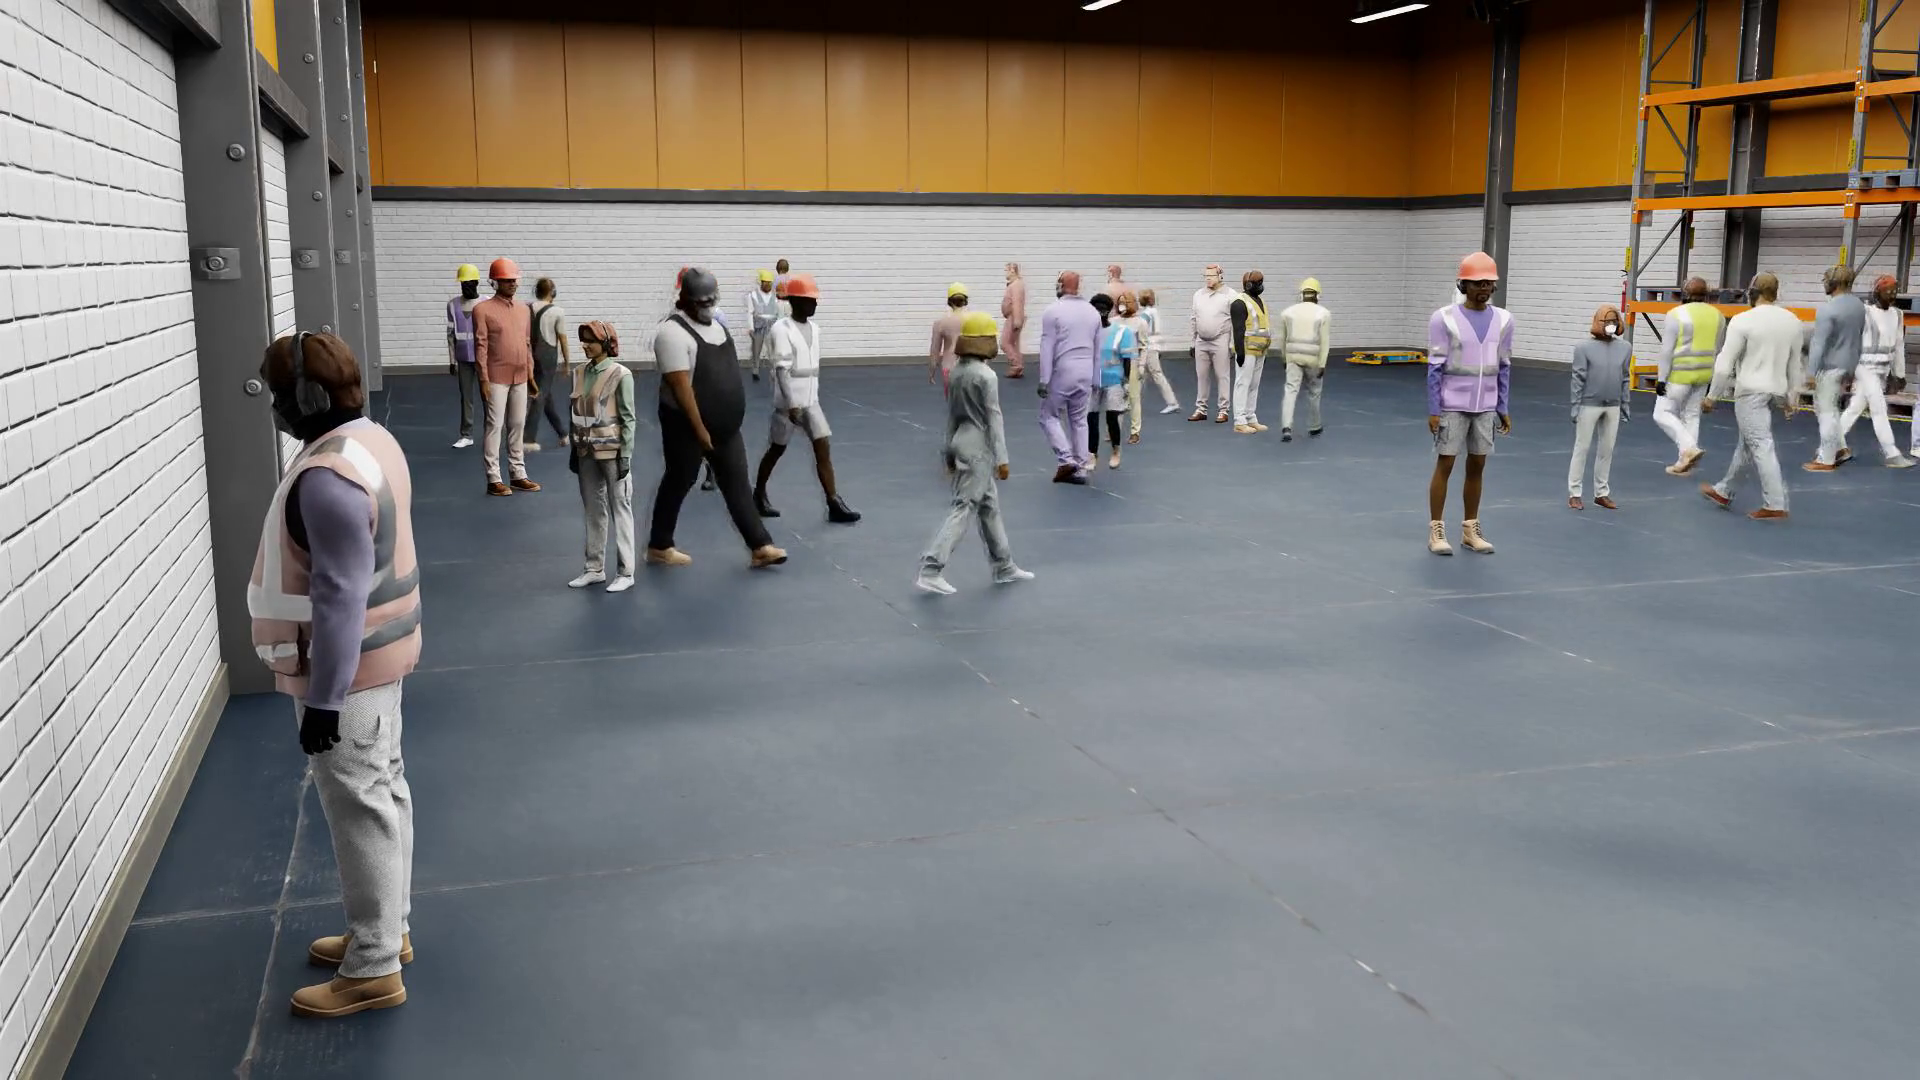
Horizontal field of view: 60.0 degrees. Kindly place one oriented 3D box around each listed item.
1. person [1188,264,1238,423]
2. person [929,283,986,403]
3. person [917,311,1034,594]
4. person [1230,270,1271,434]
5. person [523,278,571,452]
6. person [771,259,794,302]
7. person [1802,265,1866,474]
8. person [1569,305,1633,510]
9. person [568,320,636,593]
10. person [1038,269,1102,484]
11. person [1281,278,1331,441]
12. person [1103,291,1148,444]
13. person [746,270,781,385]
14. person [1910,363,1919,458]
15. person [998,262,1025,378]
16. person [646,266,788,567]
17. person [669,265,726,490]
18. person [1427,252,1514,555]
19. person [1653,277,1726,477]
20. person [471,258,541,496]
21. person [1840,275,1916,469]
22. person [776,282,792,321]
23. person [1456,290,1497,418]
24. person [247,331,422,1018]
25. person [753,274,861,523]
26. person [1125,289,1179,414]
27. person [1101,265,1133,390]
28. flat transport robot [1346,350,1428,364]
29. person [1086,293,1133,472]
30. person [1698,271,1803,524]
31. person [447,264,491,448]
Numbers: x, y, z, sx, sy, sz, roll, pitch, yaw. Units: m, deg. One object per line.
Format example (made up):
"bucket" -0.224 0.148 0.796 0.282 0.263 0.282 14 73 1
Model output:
"person" 3.048 -2.369 20.087 0.653 1.906 0.405 7 12 36
"person" -0.039 -1.698 16.684 0.557 1.726 0.840 -2 10 -10
"person" 0.086 -0.533 10.060 0.871 1.701 0.497 -5 11 -25
"person" 3.317 -2.137 18.930 0.429 1.843 0.633 7 12 35
"person" -4.295 -1.816 17.243 0.521 1.776 0.954 4 11 24
"person" -3.042 -3.873 28.700 0.630 1.940 0.372 -8 13 -38
"person" 8.051 -1.571 15.397 0.652 1.928 0.435 -6 12 -33
"person" 5.101 -1.052 13.251 0.507 1.631 0.266 -1 10 -9
"person" -2.165 -0.505 10.074 0.513 1.639 0.307 6 12 32
"person" 0.948 -1.426 14.642 0.695 1.898 0.420 -7 12 -36
"person" 3.755 -1.971 18.207 0.598 1.780 0.962 6 11 29
"person" 1.780 -1.855 17.901 0.500 1.633 0.285 7 12 34
"person" -3.078 -3.337 26.073 0.587 1.788 0.967 -3 10 -18
"person" 9.747 -1.690 16.566 0.530 1.768 0.312 -6 12 -32
"person" 0.838 -3.571 27.092 0.446 1.887 0.669 0 10 3
"person" -1.649 -0.810 10.674 1.001 2.000 0.708 6 11 30
"person" -2.280 -1.388 14.335 0.543 1.932 0.376 3 10 18
"person" 3.457 -0.913 11.261 0.608 2.045 0.391 -2 10 -10
"person" 6.614 -1.464 15.077 0.649 1.828 0.495 -3 10 -18
"person" -3.837 -1.378 14.093 0.379 1.996 0.610 6 12 32
"person" 8.799 -1.626 16.026 0.600 1.837 0.973 -5 11 -27
"person" -2.496 -2.865 23.767 0.367 1.632 0.511 4 11 24
"person" 6.434 -2.501 20.524 0.837 2.010 0.616 9 13 41
"person" -1.681 0.359 4.505 0.429 1.838 0.621 -2 10 -10
"person" -1.245 -1.074 12.679 1.012 1.890 0.548 8 12 37
"person" 2.433 -2.411 21.241 0.881 1.591 0.528 4 11 21
"person" 2.259 -3.191 25.001 0.975 1.855 0.644 8 12 38
"flat transport robot" 7.896 -3.370 30.611 1.431 0.197 0.652 -4 11 -22
"person" 1.330 -1.449 15.460 0.541 1.672 0.394 3 10 17
"person" 6.069 -1.111 12.831 0.648 1.887 0.994 -4 11 -21
"person" -5.077 -1.914 17.388 0.589 1.928 0.386 1 10 8
